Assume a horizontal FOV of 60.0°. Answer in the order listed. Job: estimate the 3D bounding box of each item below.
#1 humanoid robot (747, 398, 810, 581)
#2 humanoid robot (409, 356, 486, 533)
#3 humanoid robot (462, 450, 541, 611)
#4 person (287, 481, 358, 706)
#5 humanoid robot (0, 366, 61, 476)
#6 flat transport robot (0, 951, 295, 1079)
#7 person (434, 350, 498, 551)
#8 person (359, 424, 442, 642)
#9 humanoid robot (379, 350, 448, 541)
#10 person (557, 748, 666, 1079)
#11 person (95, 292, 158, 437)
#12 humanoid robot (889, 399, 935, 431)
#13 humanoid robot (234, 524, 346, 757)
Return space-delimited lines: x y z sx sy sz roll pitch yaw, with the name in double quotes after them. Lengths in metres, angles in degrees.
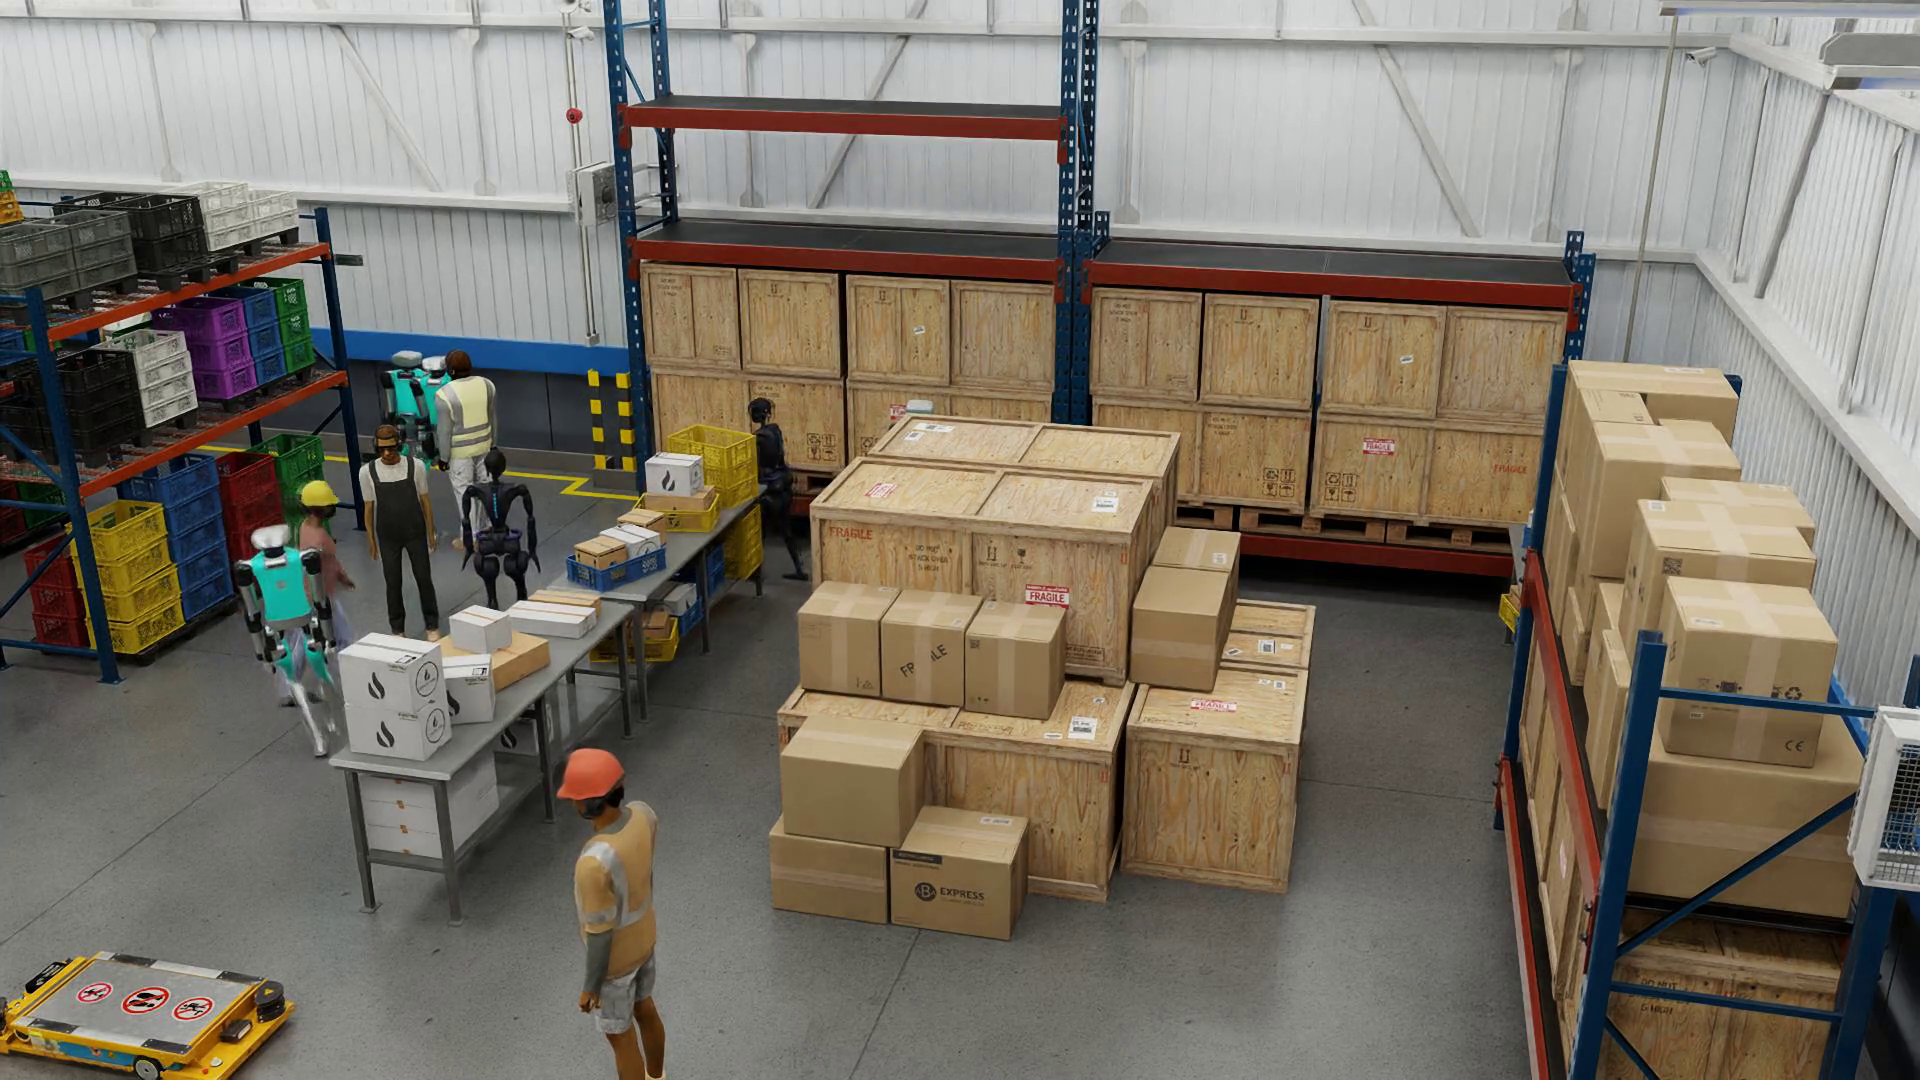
-1.654 -0.424 14.213 0.723 1.626 0.616 7 22 18 "humanoid robot"
-4.619 -0.904 15.377 0.548 1.776 0.834 2 21 5 "humanoid robot"
-3.576 0.085 12.905 0.600 1.640 0.713 -3 21 -8 "humanoid robot"
-4.509 0.385 12.000 0.923 1.718 0.533 -10 23 -24 "person"
-9.475 -1.386 16.762 0.790 1.626 0.585 4 21 11 "humanoid robot"
-4.270 2.464 8.601 1.431 0.231 0.659 5 22 13 "flat transport robot"
-4.435 -0.811 14.963 0.429 1.841 0.635 15 26 34 "person"
-4.346 -0.027 12.932 0.506 1.836 0.332 -7 22 -18 "person"
-4.995 -0.765 15.000 0.530 1.773 0.802 1 21 4 "humanoid robot"
-1.597 1.874 7.668 0.382 2.040 0.604 5 21 13 "person"
-9.040 -2.016 18.130 0.562 1.836 0.390 -3 21 -7 "person"
-0.303 -0.253 13.464 0.533 1.677 0.735 -1 21 -2 "humanoid robot"
-4.523 0.696 11.308 0.551 1.869 0.810 -8 22 -20 "humanoid robot"
